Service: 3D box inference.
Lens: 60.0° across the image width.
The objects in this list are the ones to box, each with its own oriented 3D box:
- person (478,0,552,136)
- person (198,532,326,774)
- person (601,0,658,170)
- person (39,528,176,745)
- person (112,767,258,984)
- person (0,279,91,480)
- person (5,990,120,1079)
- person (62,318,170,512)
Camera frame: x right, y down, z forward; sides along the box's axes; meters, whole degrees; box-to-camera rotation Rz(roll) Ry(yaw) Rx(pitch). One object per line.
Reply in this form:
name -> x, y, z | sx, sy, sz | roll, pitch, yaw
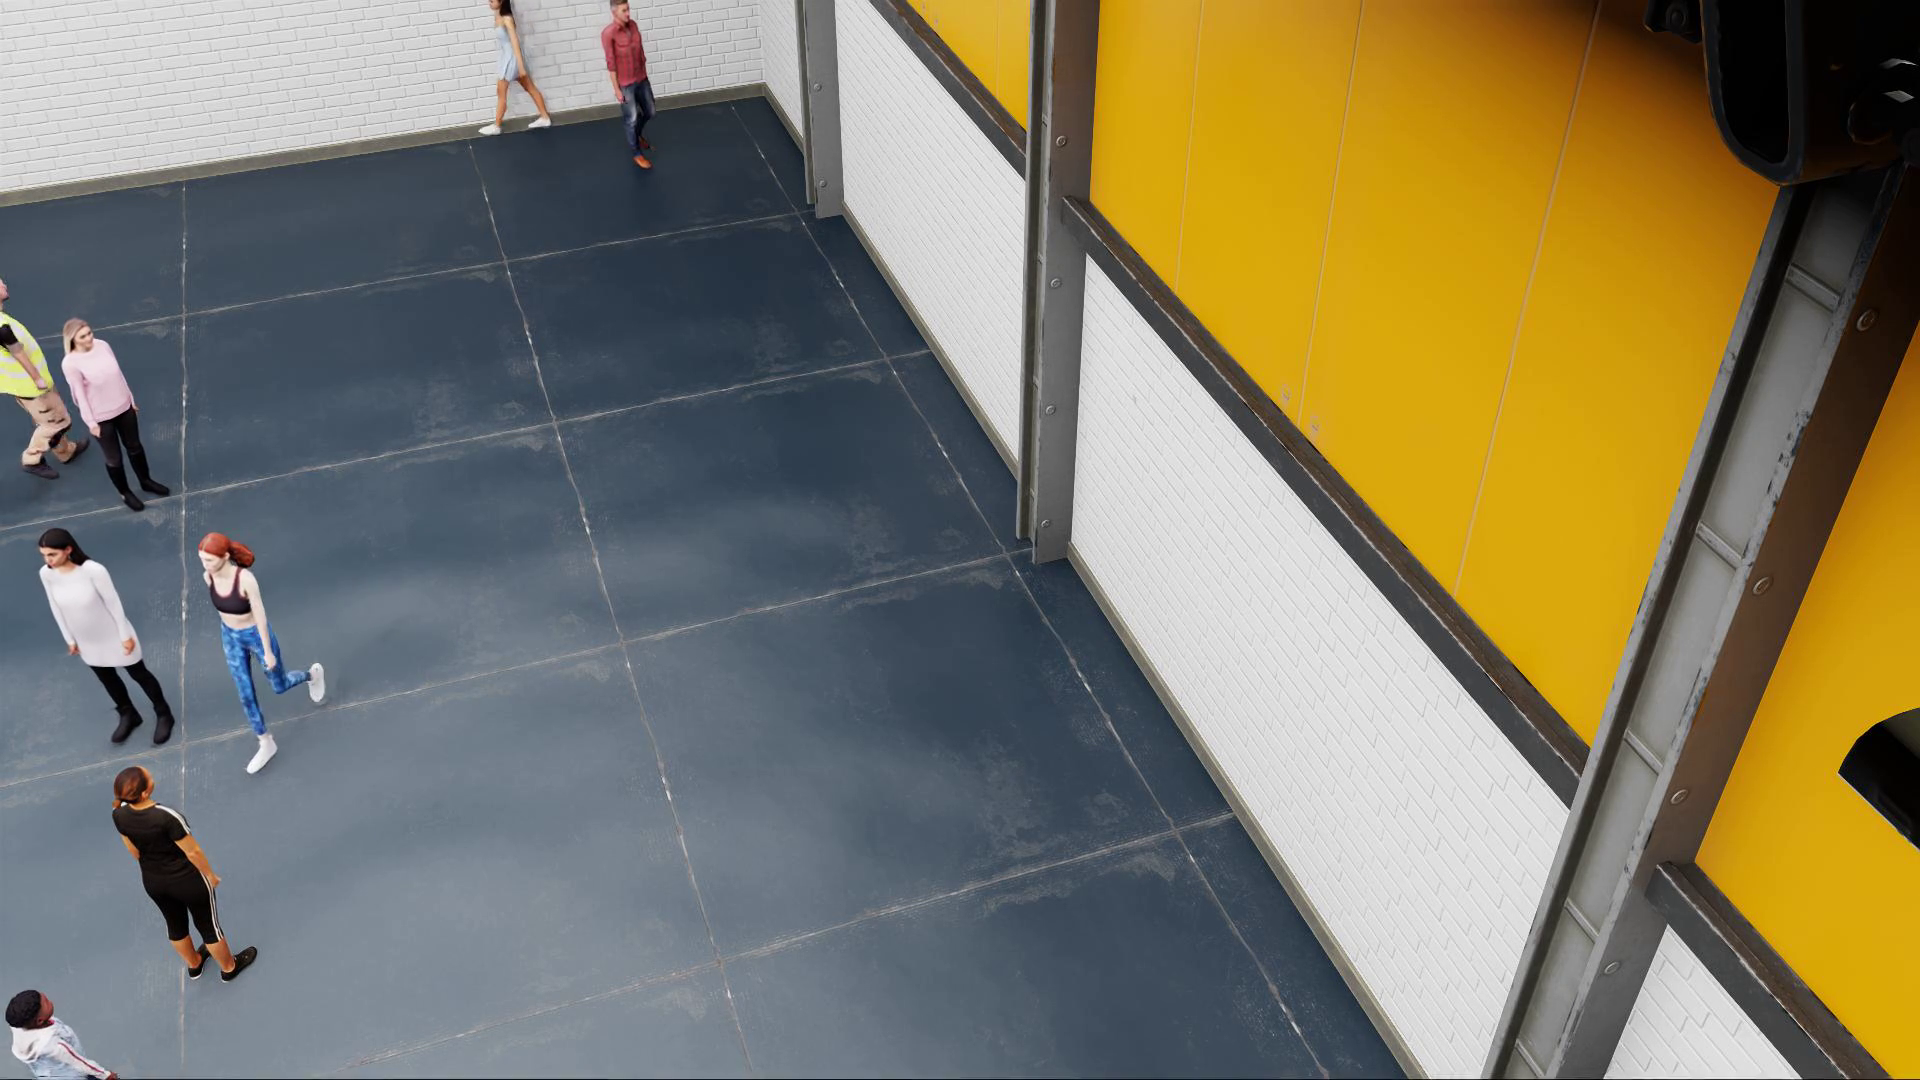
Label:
person -> -4.825, -5.270, 18.288 | 0.758, 1.688, 0.987 | -13, 40, -15
person -> -4.546, 0.642, 10.825 | 0.941, 1.765, 1.119 | 10, 40, 12
person -> -3.572, -4.912, 17.734 | 0.975, 1.822, 0.909 | 26, 46, 29
person -> -5.563, 0.609, 10.841 | 0.684, 1.796, 0.673 | 2, 39, 3
person -> -4.416, 1.882, 9.349 | 0.664, 1.668, 0.679 | 7, 39, 8
person -> -7.438, -1.261, 13.157 | 0.979, 1.828, 1.006 | 23, 44, 26
person -> -4.653, 2.781, 8.560 | 0.678, 1.248, 0.709 | 26, 45, 29
person -> -6.644, -1.005, 12.951 | 0.745, 1.686, 0.686 | 17, 42, 20
